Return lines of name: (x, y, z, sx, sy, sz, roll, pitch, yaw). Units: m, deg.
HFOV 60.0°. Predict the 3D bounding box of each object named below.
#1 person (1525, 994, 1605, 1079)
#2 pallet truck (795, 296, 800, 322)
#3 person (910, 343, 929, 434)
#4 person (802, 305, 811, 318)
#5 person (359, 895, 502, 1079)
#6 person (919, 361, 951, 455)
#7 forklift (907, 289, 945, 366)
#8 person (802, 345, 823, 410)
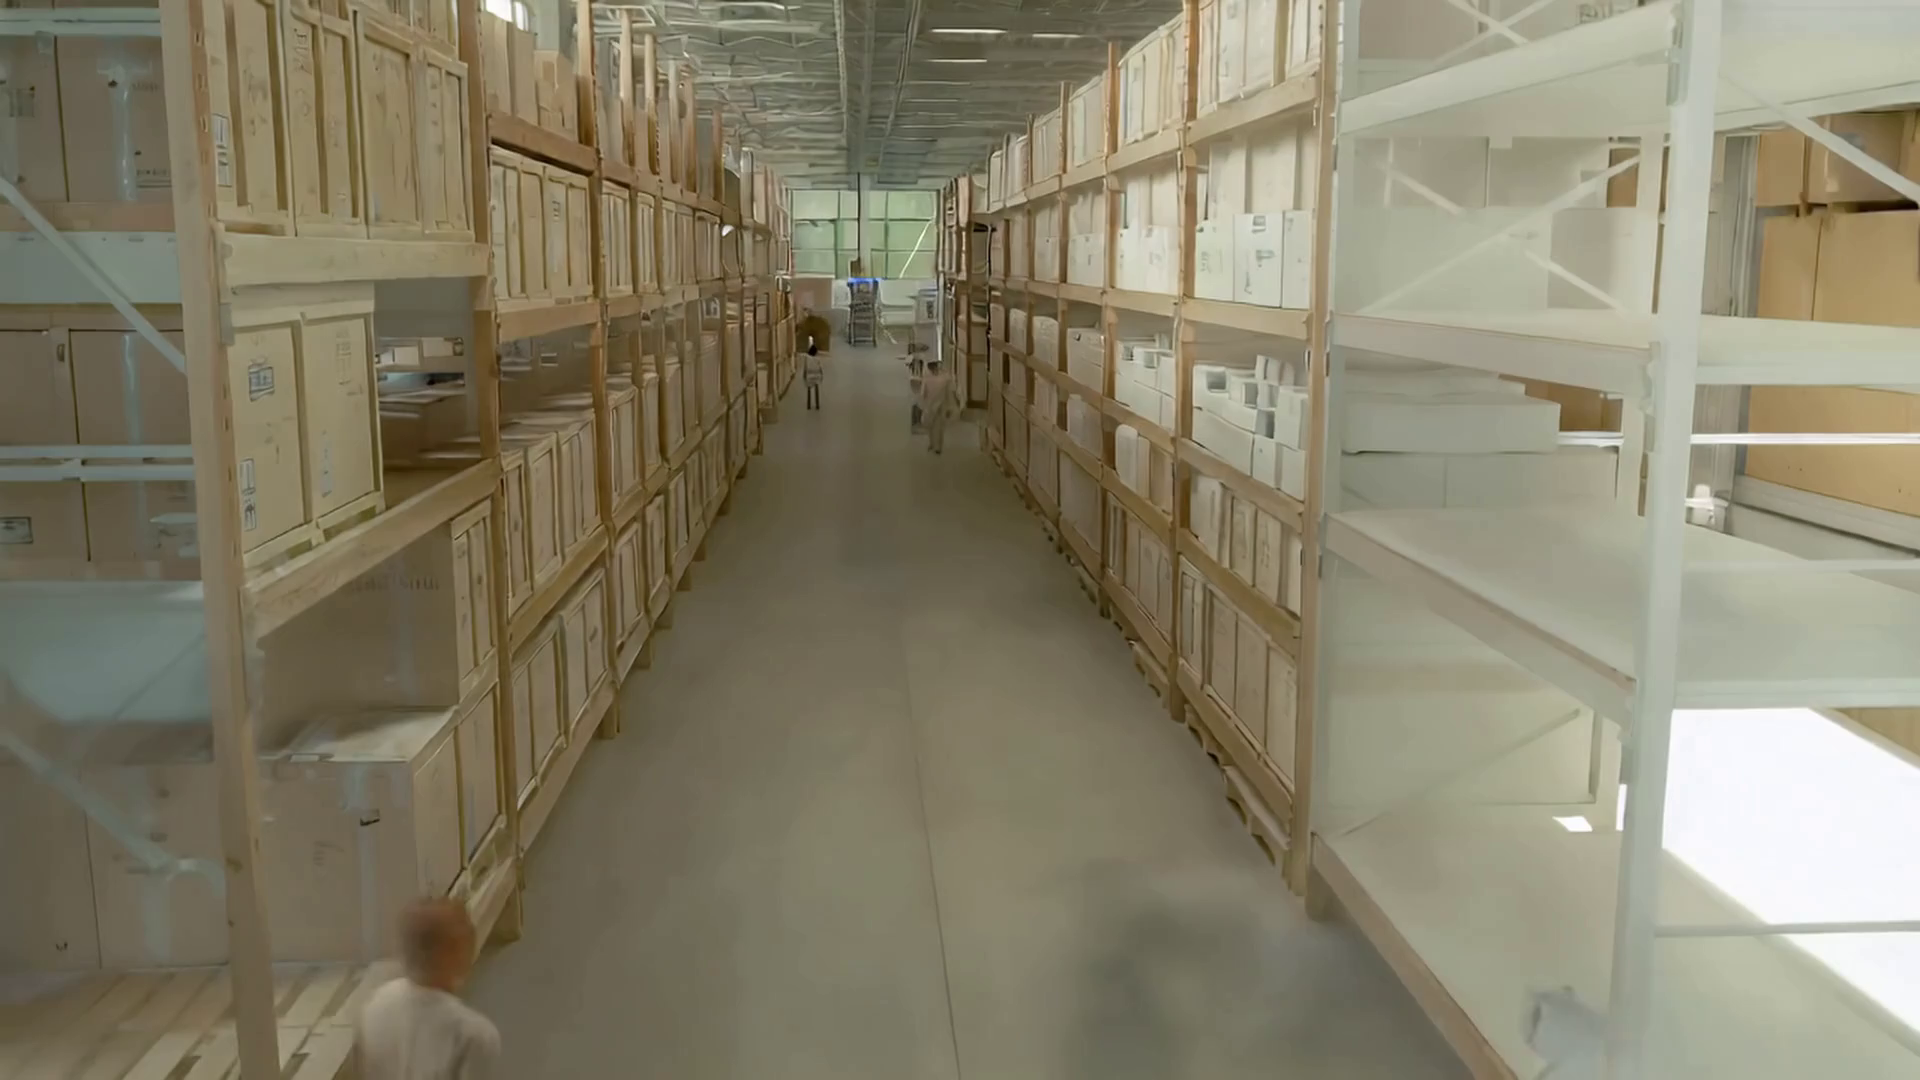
person: (1.919, 2.187, 5.166, 0.643, 1.619, 0.521, 3, 10, 15)
pallet truck: (-8.622, -12.439, 91.403, 1.885, 1.965, 0.823, 2, 10, 13)
person: (-0.894, -3.401, 37.286, 0.394, 2.040, 0.610, -5, 11, -26)
person: (-6.750, -9.573, 74.539, 0.583, 1.904, 0.836, -5, 11, -25)
person: (-1.671, 2.043, 5.200, 0.955, 1.904, 0.631, -9, 13, -44)
person: (-0.480, -2.664, 33.374, 0.649, 1.888, 0.603, 2, 10, 9)
forklift: (-1.015, -7.840, 61.298, 1.129, 2.768, 1.873, 5, 11, 28)
person: (-3.818, -4.216, 43.178, 0.540, 1.695, 0.317, 2, 10, 14)
